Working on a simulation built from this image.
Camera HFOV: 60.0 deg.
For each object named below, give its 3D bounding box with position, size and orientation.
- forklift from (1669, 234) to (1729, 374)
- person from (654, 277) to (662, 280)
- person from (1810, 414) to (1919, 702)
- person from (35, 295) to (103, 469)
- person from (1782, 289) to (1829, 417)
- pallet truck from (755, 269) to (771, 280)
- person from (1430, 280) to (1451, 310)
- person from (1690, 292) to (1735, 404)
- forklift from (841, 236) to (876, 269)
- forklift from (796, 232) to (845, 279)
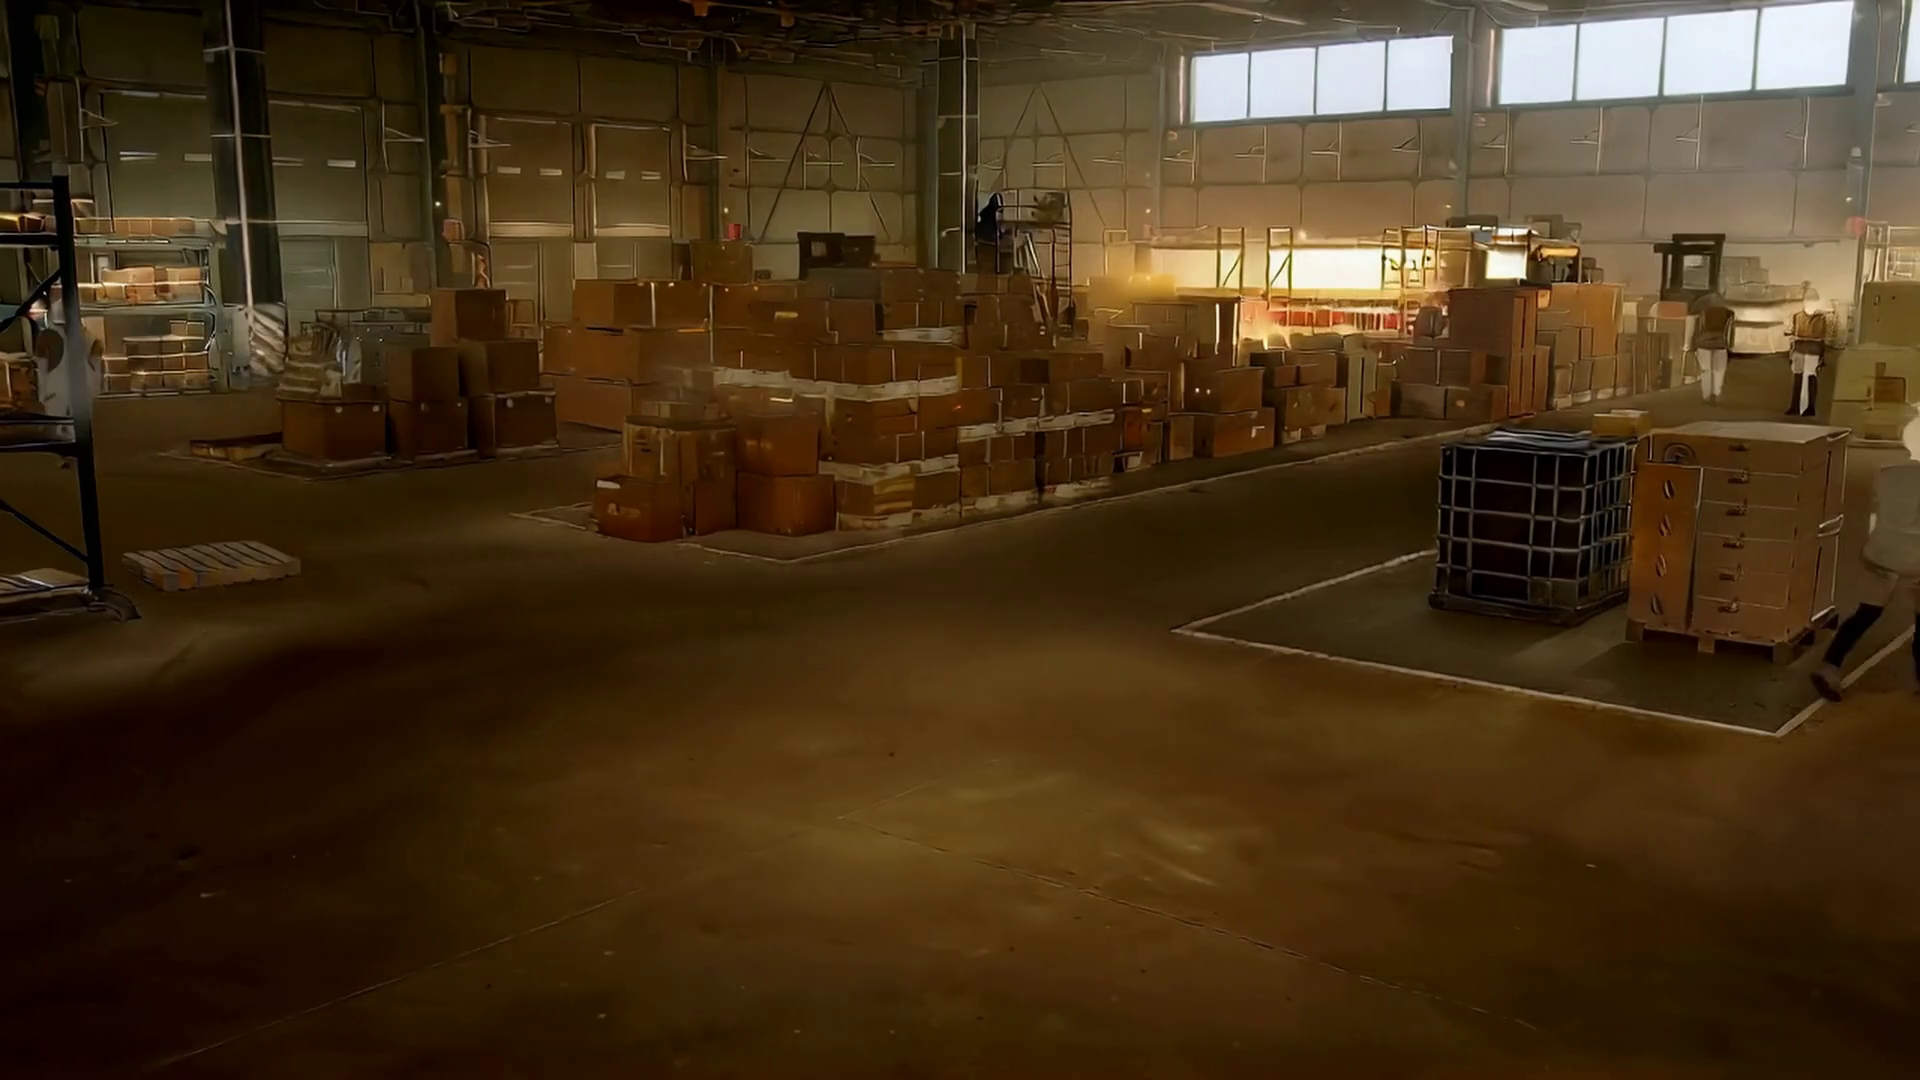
[{"bbox_3d":[14.664,-4.718,33.254,1.129,2.768,1.873,8,13,40],"label":"forklift"},{"bbox_3d":[-6.513,-4.726,36.026,0.635,1.929,0.387,-5,11,-24],"label":"person"},{"bbox_3d":[5.204,0.107,9.292,0.890,1.654,0.541,-4,11,-20],"label":"person"},{"bbox_3d":[-10.128,-1.783,18.933,0.701,2.000,0.538,-9,13,-42],"label":"person"},{"bbox_3d":[12.789,-2.822,25.146,0.373,1.934,0.551,-6,12,-32],"label":"person"},{"bbox_3d":[-4.996,-6.432,45.525,1.885,1.965,0.823,-6,12,-32],"label":"pallet truck"},{"bbox_3d":[9.568,-4.230,33.278,0.741,1.908,0.660,-3,10,-17],"label":"person"},{"bbox_3d":[12.354,-3.156,27.339,0.662,1.829,0.573,3,11,19],"label":"person"},{"bbox_3d":[-2.351,-5.674,38.698,1.873,2.768,1.129,-9,13,-42],"label":"forklift"},{"bbox_3d":[-2.550,-4.254,30.610,1.873,2.768,1.129,8,13,40],"label":"forklift"}]
